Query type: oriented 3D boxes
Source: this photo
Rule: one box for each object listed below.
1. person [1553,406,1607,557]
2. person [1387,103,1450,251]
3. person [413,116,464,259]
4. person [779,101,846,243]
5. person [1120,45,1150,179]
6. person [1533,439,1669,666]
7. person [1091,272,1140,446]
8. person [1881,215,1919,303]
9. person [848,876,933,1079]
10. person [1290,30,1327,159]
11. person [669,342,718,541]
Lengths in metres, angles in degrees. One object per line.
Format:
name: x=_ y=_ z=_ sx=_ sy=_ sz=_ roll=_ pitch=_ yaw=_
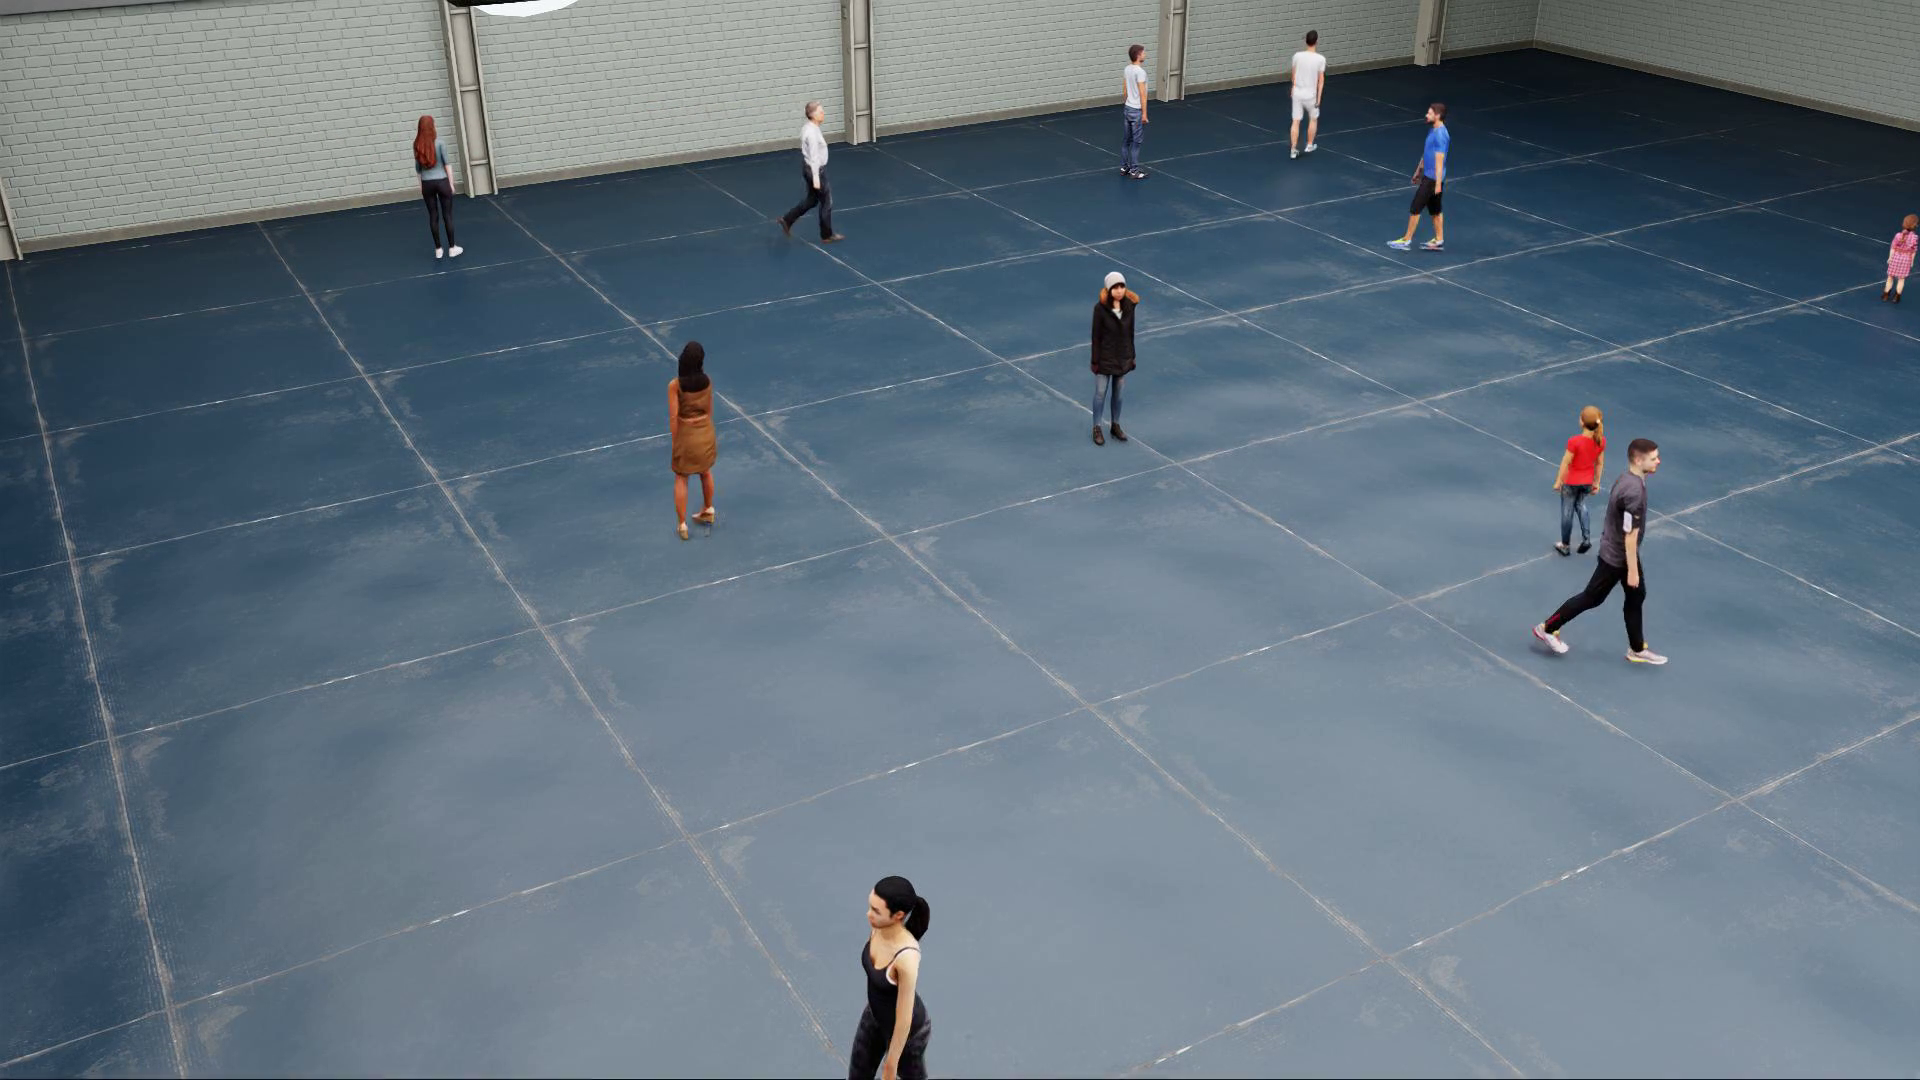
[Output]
person: x=5.010 y=-0.442 z=13.394 sx=0.622 sy=1.302 sz=0.646 roll=-4 pitch=28 yaw=-8
person: x=5.967 y=-4.481 z=20.650 sx=1.080 sy=1.841 sz=0.945 roll=2 pitch=27 yaw=5
person: x=-6.466 y=-4.357 z=20.517 sx=0.612 sy=1.742 sz=0.727 roll=-1 pitch=27 yaw=-1
person: x=-1.903 y=-4.621 z=20.970 sx=1.130 sy=1.798 sz=0.834 roll=-6 pitch=28 yaw=-12
person: x=2.506 y=-6.160 z=23.884 sx=0.534 sy=1.865 sz=0.634 roll=-14 pitch=30 yaw=-25
person: x=4.610 y=0.104 z=11.873 sx=1.139 sy=1.725 sz=1.198 roll=13 pitch=30 yaw=23
person: x=1.418 y=-1.707 z=15.491 sx=0.586 sy=1.633 sz=0.722 roll=-10 pitch=29 yaw=-19
person: x=10.840 y=-3.250 z=19.154 sx=0.503 sy=1.022 sz=0.547 roll=14 pitch=30 yaw=25
person: x=-0.204 y=2.241 z=7.736 sx=0.844 sy=1.713 sz=0.611 roll=-13 pitch=30 yaw=-24
person: x=5.123 y=-6.618 z=24.813 sx=0.970 sy=1.829 sz=1.066 roll=12 pitch=29 yaw=21
person: x=-2.169 y=-0.822 z=13.740 sx=0.693 sy=1.662 sz=0.582 roll=23 pitch=35 yaw=38
